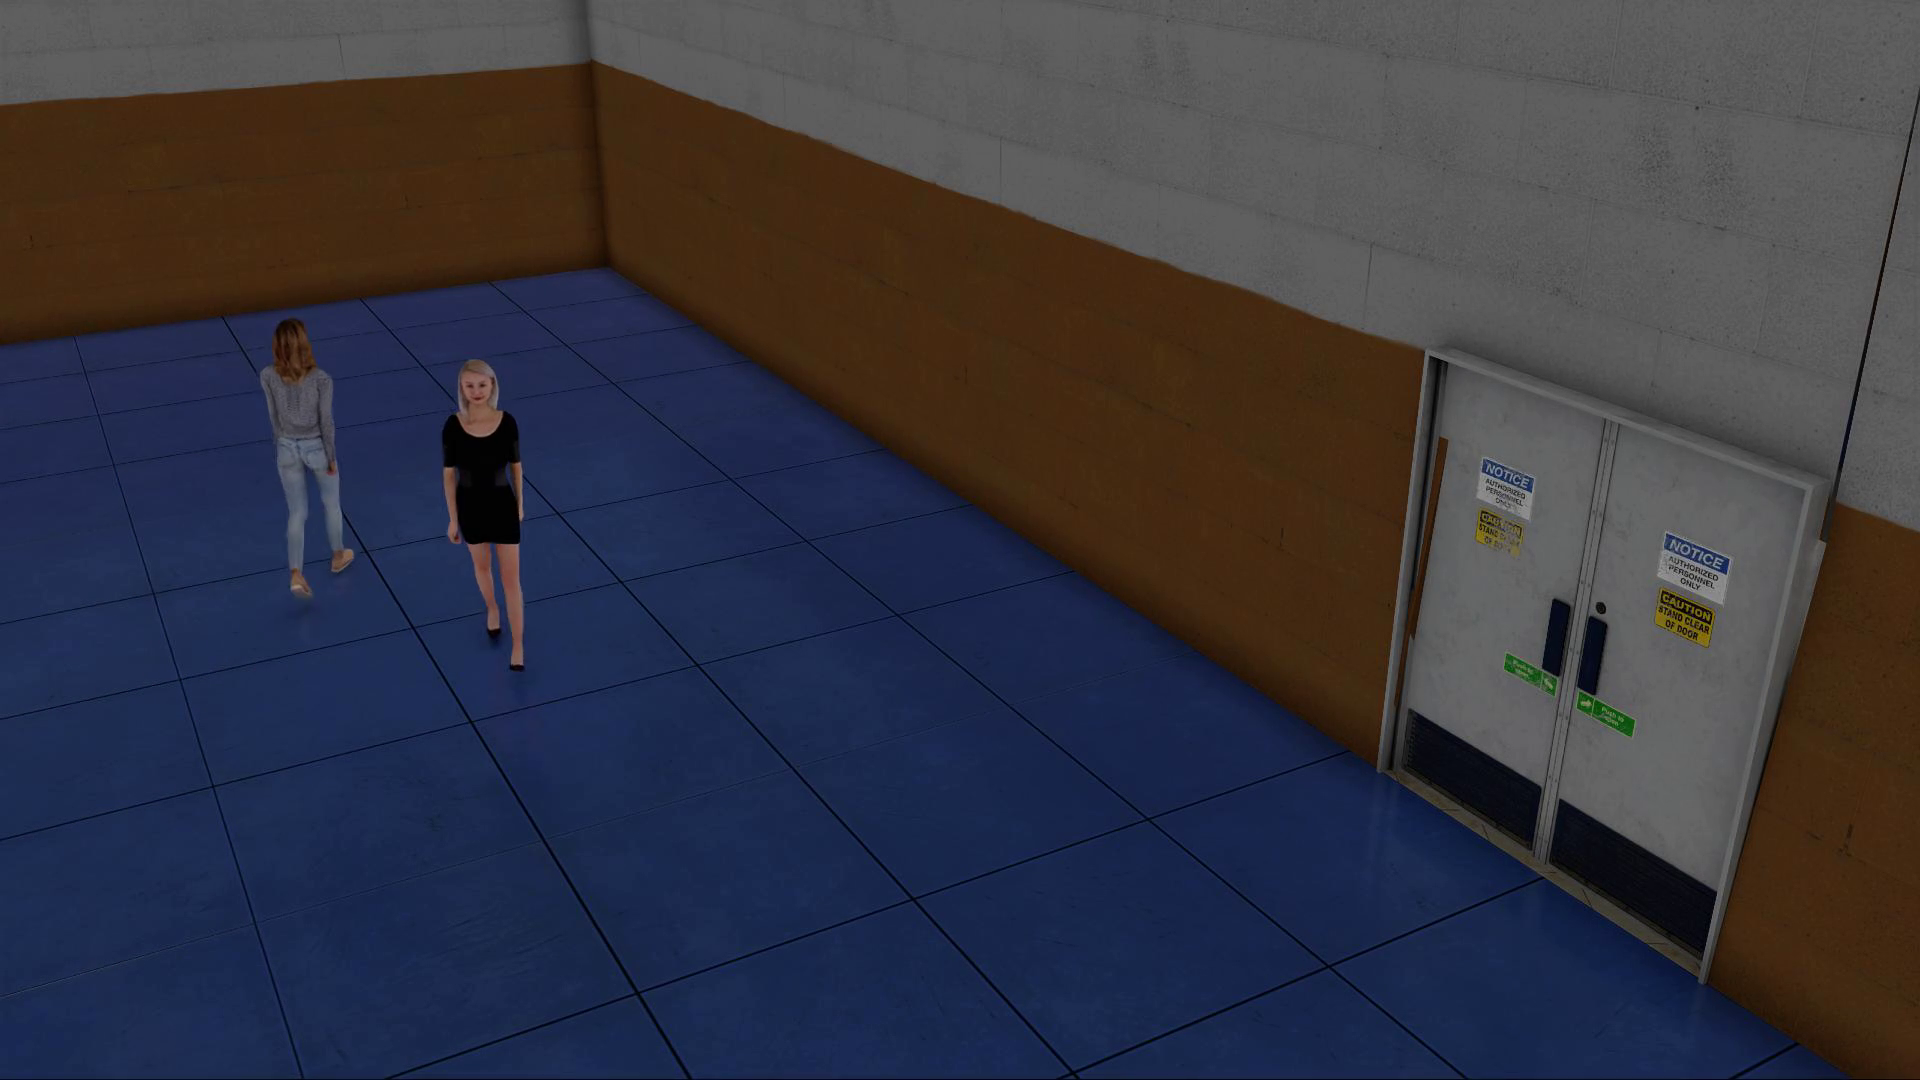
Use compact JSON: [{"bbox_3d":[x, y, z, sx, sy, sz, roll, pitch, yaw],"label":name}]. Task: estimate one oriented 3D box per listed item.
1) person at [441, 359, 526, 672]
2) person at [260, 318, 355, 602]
[{"bbox_3d":[-2.752,-0.171,9.643,1.146,1.785,0.837,-7,25,-16],"label":"person"},{"bbox_3d":[-4.115,-0.476,10.365,1.163,1.765,1.035,-1,24,-2],"label":"person"}]
